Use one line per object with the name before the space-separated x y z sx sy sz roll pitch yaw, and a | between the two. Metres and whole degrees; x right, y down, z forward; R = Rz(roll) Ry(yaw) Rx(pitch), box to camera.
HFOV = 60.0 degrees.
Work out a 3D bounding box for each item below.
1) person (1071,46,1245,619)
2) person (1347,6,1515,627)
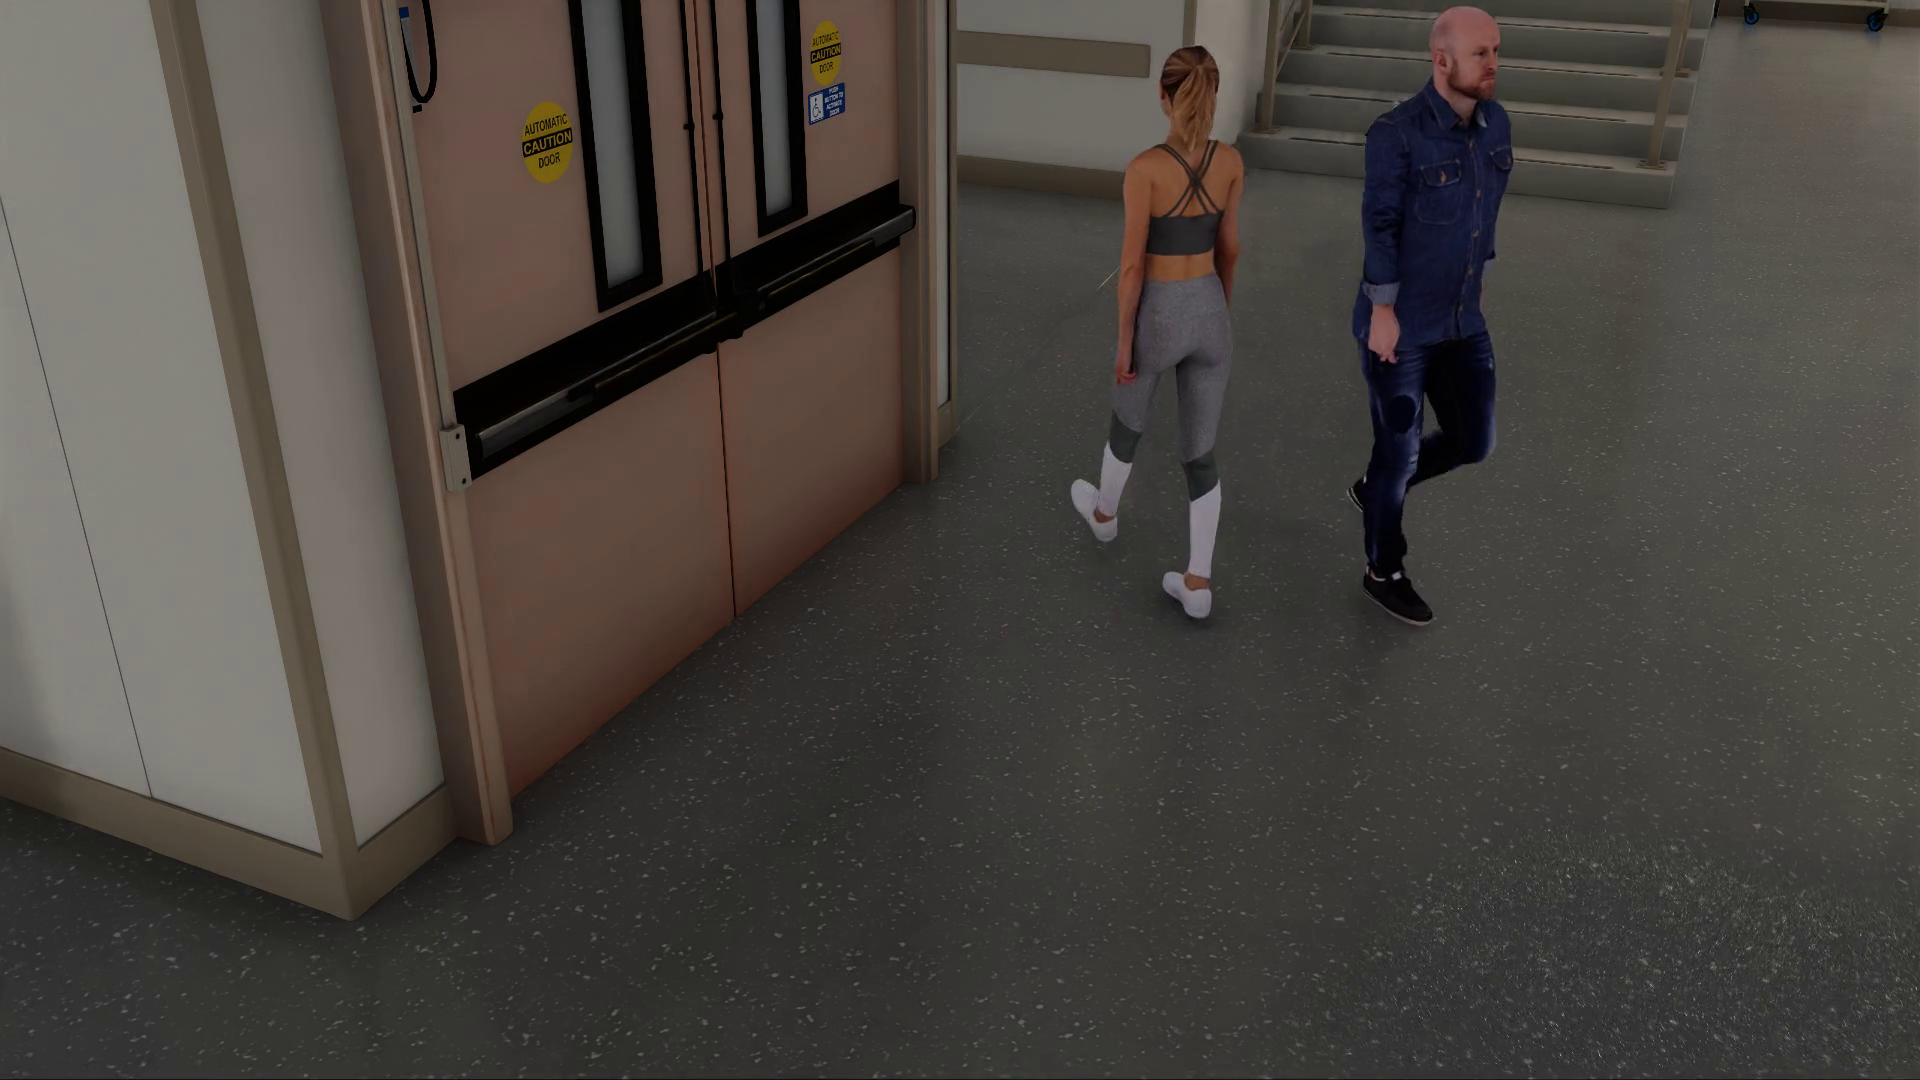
person | 0.680 -0.560 4.947 1.001 1.667 1.087 -8 27 -16
person | 1.335 -0.653 4.975 0.903 1.810 0.971 -14 29 -27
